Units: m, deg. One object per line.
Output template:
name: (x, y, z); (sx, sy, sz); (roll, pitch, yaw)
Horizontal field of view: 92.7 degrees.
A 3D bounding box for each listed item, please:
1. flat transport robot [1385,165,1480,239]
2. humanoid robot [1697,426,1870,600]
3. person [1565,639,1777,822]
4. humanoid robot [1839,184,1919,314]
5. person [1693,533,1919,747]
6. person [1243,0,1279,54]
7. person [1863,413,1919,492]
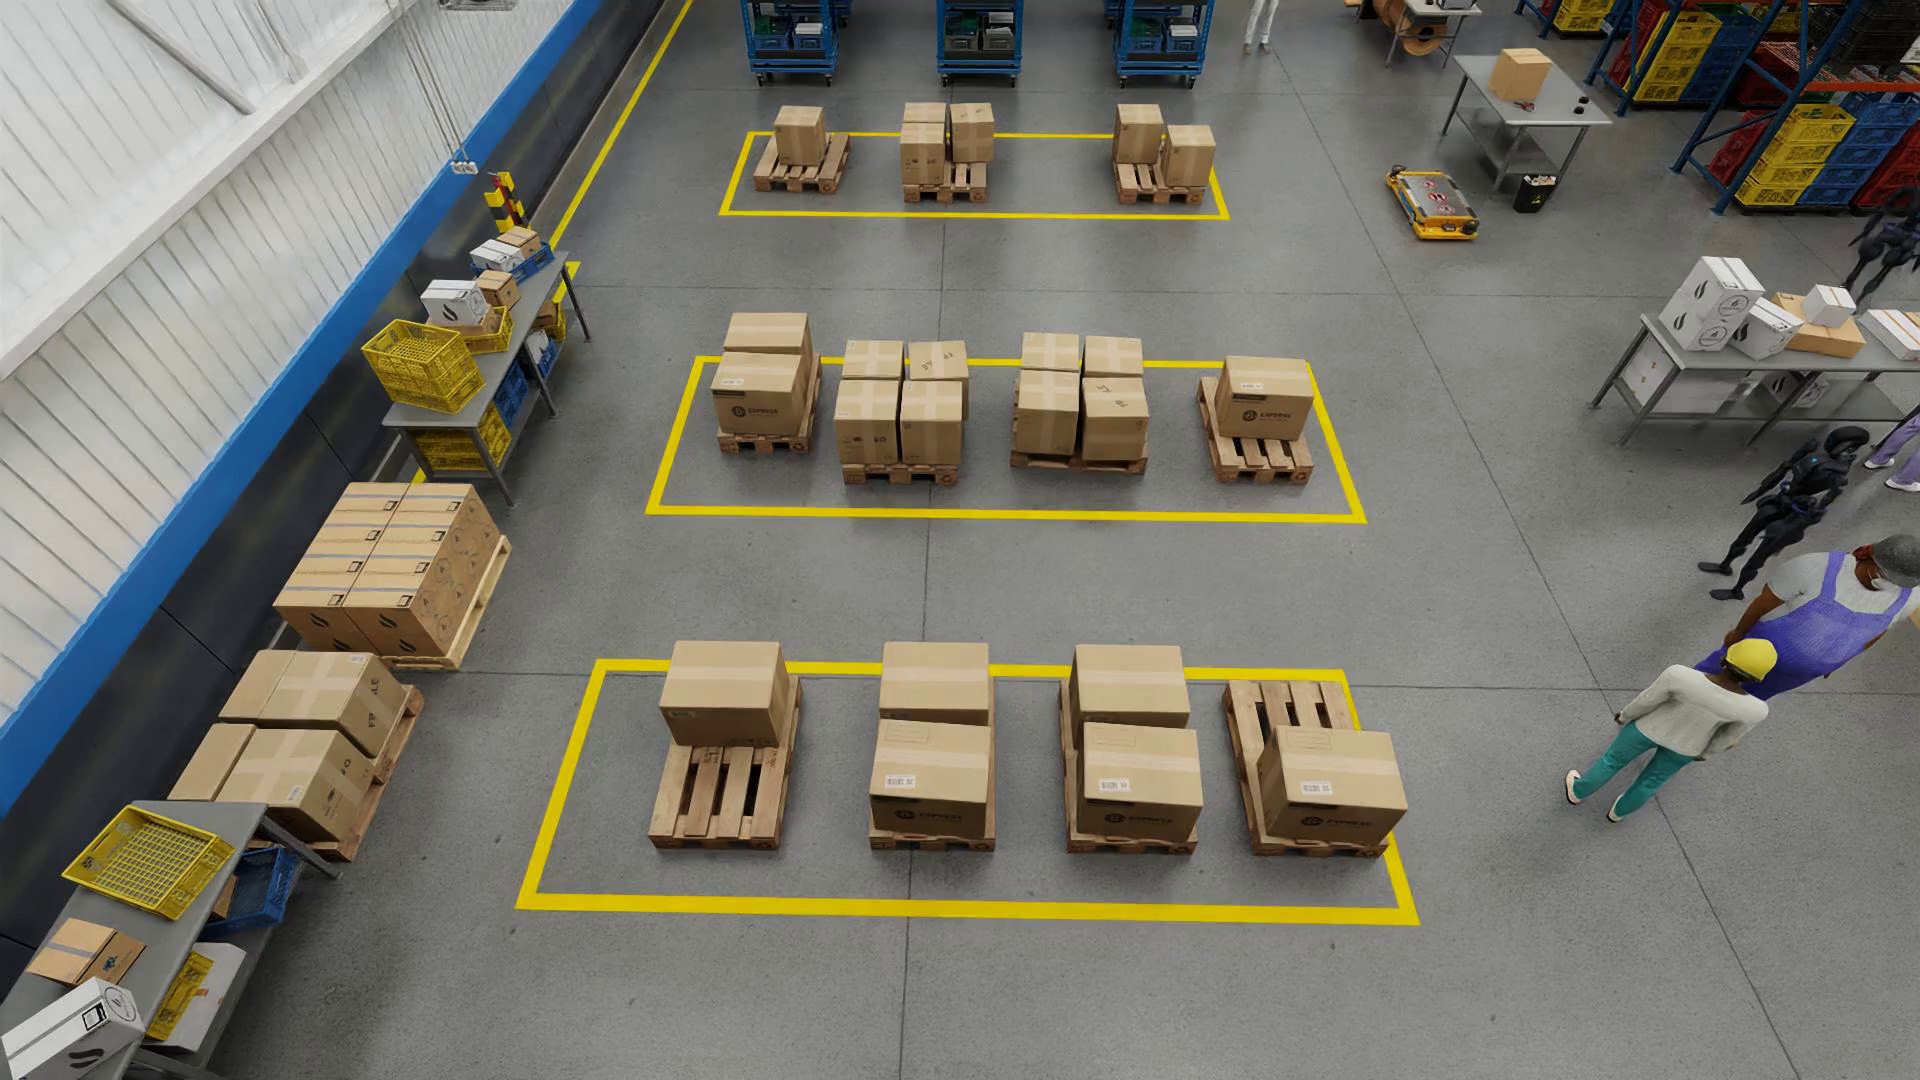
flat transport robot: (5.692, -4.094, 11.059); (0.652, 0.197, 1.431); (1, 49, 1)
humanoid robot: (6.086, -0.203, 6.776); (0.342, 1.647, 0.576); (7, 49, 6)
person: (4.279, 1.153, 5.543); (0.528, 1.767, 0.327); (28, 55, 22)
humanoid robot: (9.345, -2.975, 9.174); (0.589, 1.656, 0.392); (33, 57, 25)
person: (5.274, 0.660, 5.791); (0.680, 2.000, 0.536); (20, 52, 17)
person: (4.631, -8.258, 13.613); (0.578, 1.882, 0.343); (-5, 49, -4)
person: (8.290, -1.203, 7.476); (0.356, 1.930, 0.586); (-4, 49, -4)
